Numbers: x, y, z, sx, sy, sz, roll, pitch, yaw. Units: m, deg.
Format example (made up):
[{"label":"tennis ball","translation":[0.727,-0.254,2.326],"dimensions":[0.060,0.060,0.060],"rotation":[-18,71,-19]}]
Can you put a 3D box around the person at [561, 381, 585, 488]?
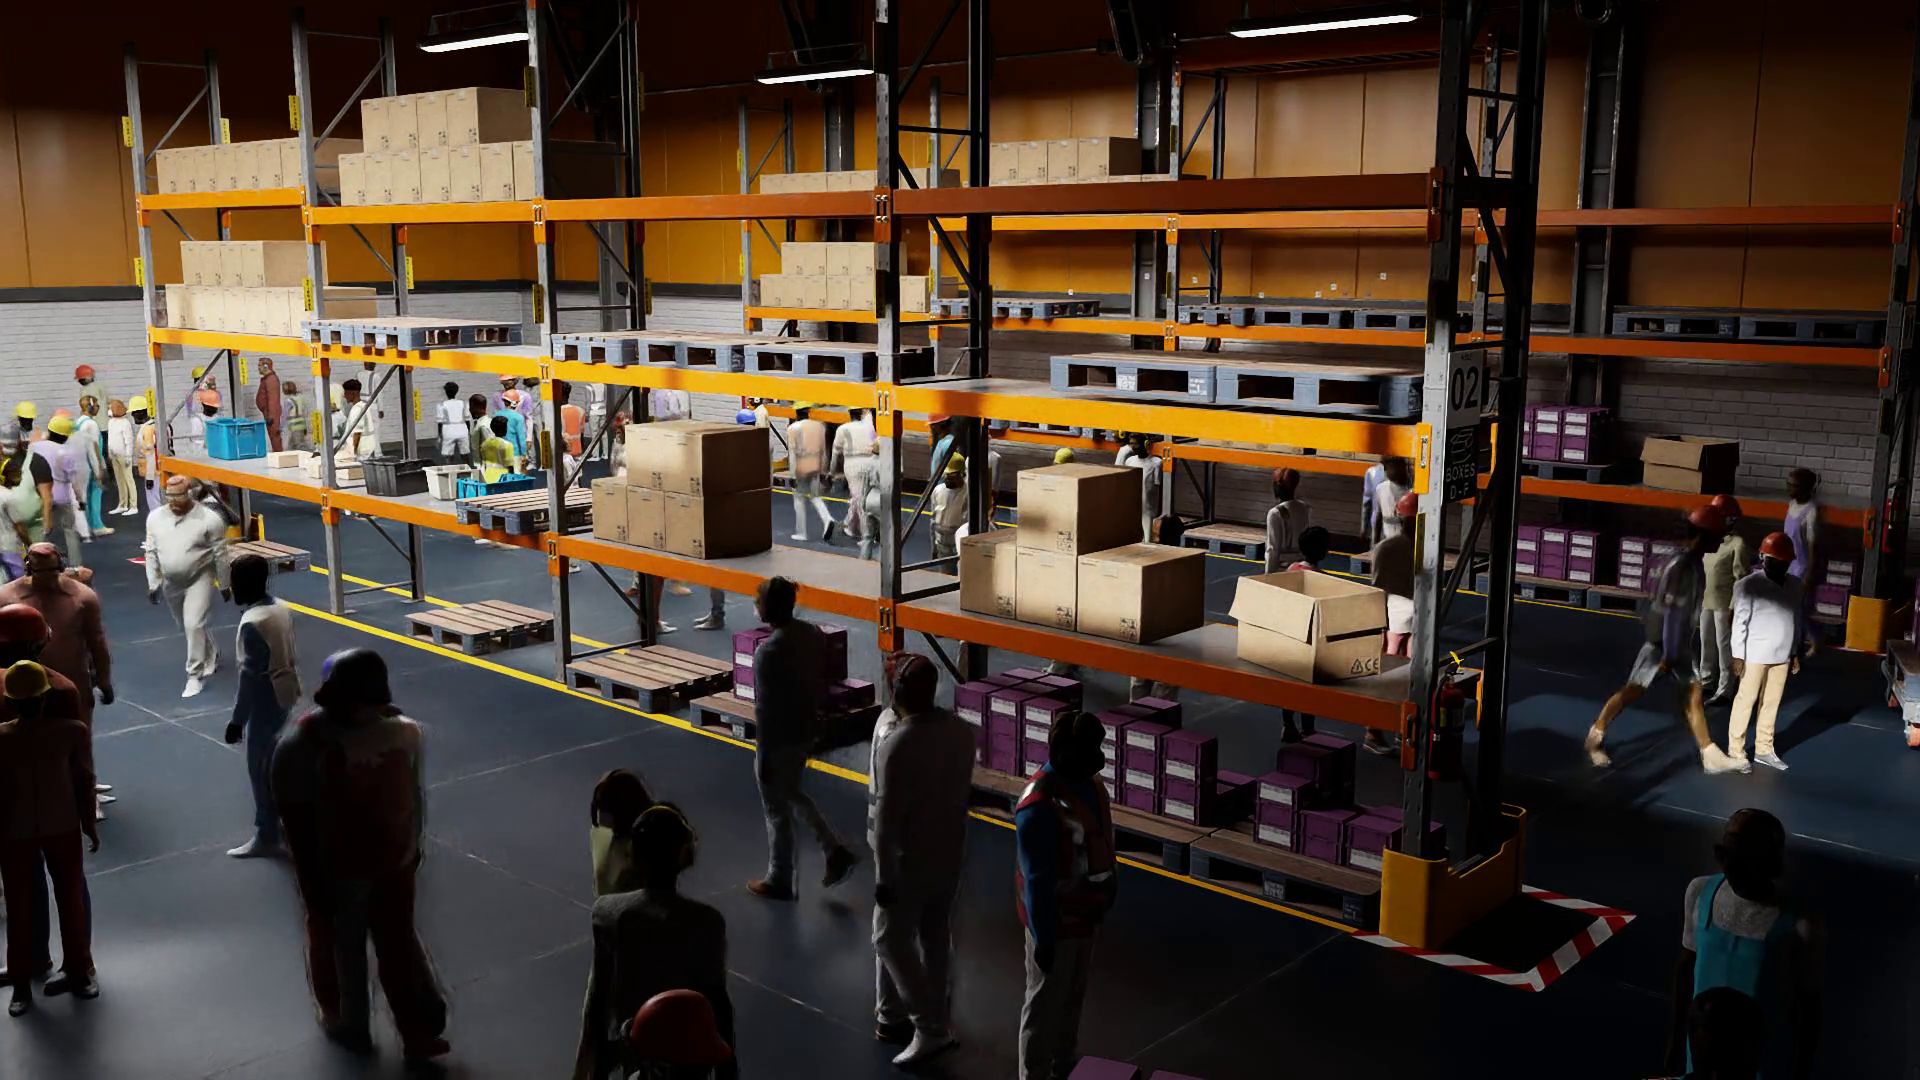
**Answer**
[{"label":"person","translation":[-5.342,-1.175,22.545],"dimensions":[0.367,1.966,0.607],"rotation":[7,12,35]}]

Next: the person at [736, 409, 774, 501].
[{"label":"person","translation":[-2.376,-0.523,18.937],"dimensions":[0.400,1.938,0.602],"rotation":[9,13,42]}]

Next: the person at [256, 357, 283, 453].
[{"label":"person","translation":[-11.669,-2.129,28.108],"dimensions":[0.401,1.910,0.640],"rotation":[-4,11,-19]}]

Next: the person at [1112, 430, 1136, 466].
[{"label":"person","translation":[1.845,-0.438,18.692],"dimensions":[0.310,1.860,0.501],"rotation":[2,10,9]}]

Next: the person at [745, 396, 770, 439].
[{"label":"person","translation":[-2.957,-1.380,24.352],"dimensions":[0.352,1.738,0.573],"rotation":[-2,10,-11]}]

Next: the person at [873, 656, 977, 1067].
[{"label":"person","translation":[-0.179,1.476,7.781],"dimensions":[0.427,1.891,0.666],"rotation":[8,13,40]}]

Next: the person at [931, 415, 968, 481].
[{"label":"person","translation":[-0.076,-1.063,21.885],"dimensions":[0.626,1.973,0.432],"rotation":[5,11,26]}]

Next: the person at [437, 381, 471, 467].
[{"label":"person","translation":[-7.819,-1.605,25.737],"dimensions":[0.540,1.695,0.318],"rotation":[-7,12,-36]}]

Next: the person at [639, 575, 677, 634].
[{"label":"person","translation":[-3.003,-0.022,16.210],"dimensions":[0.404,1.906,0.598],"rotation":[-5,11,-28]}]

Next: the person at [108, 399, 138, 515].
[{"label":"person","translation":[-11.823,-1.164,23.422],"dimensions":[0.499,1.633,0.286],"rotation":[6,12,32]}]

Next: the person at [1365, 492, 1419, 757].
[{"label":"person","translation":[3.304,0.620,12.355],"dimensions":[0.620,1.986,0.410],"rotation":[-5,11,-28]}]

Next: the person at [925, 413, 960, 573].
[{"label":"person","translation":[-0.189,-0.493,18.503],"dimensions":[0.399,2.033,0.605],"rotation":[-1,10,-4]}]

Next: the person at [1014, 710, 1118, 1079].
[{"label":"person","translation":[0.462,1.617,7.153],"dimensions":[0.431,1.835,0.623],"rotation":[5,11,25]}]

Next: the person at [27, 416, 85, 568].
[{"label":"person","translation":[-10.313,-0.482,18.918],"dimensions":[0.651,1.866,0.390],"rotation":[0,10,2]}]

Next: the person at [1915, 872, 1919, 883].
[{"label":"person","translation":[5.866,1.184,9.579],"dimensions":[0.403,1.834,0.589],"rotation":[-1,10,-5]}]

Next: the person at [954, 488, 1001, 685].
[{"label":"person","translation":[0.162,0.490,13.367],"dimensions":[0.352,1.881,0.576],"rotation":[6,12,30]}]

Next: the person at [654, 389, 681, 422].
[{"label":"person","translation":[-4.396,-1.625,25.143],"dimensions":[0.389,1.948,0.605],"rotation":[-8,13,-39]}]

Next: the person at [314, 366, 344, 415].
[{"label":"person","translation":[-10.027,-1.852,26.515],"dimensions":[0.376,1.915,0.596],"rotation":[3,11,19]}]

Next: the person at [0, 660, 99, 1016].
[{"label":"person","translation":[-4.560,1.453,8.251],"dimensions":[0.523,1.769,0.313],"rotation":[-7,12,-34]}]

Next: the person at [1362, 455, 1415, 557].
[{"label":"person","translation":[4.302,-0.124,16.735],"dimensions":[0.555,1.921,0.430],"rotation":[7,12,36]}]

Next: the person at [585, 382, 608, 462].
[{"label":"person","translation":[-6.394,-2.194,29.233],"dimensions":[0.310,1.639,0.514],"rotation":[6,12,31]}]

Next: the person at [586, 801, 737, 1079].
[{"label":"person","translation":[-1.041,1.843,5.835],"dimensions":[0.623,1.862,0.370],"rotation":[2,10,11]}]

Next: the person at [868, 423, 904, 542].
[{"label":"person","translation":[-0.908,-0.913,21.191],"dimensions":[0.392,1.925,0.550],"rotation":[9,13,41]}]

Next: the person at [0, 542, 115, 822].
[{"label":"person","translation":[-5.991,0.930,10.888],"dimensions":[0.800,1.885,0.529],"rotation":[-6,12,-30]}]

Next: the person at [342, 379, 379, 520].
[{"label":"person","translation":[-8.307,-1.257,23.056],"dimensions":[0.400,1.953,0.612],"rotation":[-2,10,-10]}]

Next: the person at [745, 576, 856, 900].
[{"label":"person","translation":[-0.958,1.150,9.516],"dimensions":[0.564,1.928,0.646],"rotation":[4,11,22]}]

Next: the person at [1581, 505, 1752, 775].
[{"label":"person","translation":[5.074,0.707,11.915],"dimensions":[1.113,1.984,0.662],"rotation":[7,12,34]}]

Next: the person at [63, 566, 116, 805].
[{"label":"person","translation":[-5.967,0.988,11.268],"dimensions":[0.313,1.634,0.514],"rotation":[-7,12,-33]}]

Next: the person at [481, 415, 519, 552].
[{"label":"person","translation":[-5.718,-0.701,20.658],"dimensions":[0.539,1.690,0.321],"rotation":[7,12,33]}]

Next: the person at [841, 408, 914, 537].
[{"label":"person","translation":[-1.123,-0.964,21.628],"dimensions":[0.957,1.908,0.648],"rotation":[-1,10,-5]}]

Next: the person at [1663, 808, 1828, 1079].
[{"label":"person","translation":[2.759,1.830,5.898],"dimensions":[0.326,1.843,0.517],"rotation":[-8,13,-37]}]

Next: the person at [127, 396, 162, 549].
[{"label":"person","translation":[-10.178,-0.851,20.868],"dimensions":[0.391,1.915,0.593],"rotation":[-5,11,-27]}]

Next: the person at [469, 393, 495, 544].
[{"label":"person","translation":[-6.052,-0.913,21.204],"dimensions":[0.391,1.919,0.587],"rotation":[-3,11,-17]}]

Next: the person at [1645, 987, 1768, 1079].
[{"label":"person","translation":[1.947,2.062,4.375],"dimensions":[0.591,1.918,0.383],"rotation":[4,11,20]}]

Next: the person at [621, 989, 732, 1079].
[{"label":"person","translation":[-0.809,2.092,4.722],"dimensions":[0.352,1.738,0.573],"rotation":[-2,10,-9]}]
